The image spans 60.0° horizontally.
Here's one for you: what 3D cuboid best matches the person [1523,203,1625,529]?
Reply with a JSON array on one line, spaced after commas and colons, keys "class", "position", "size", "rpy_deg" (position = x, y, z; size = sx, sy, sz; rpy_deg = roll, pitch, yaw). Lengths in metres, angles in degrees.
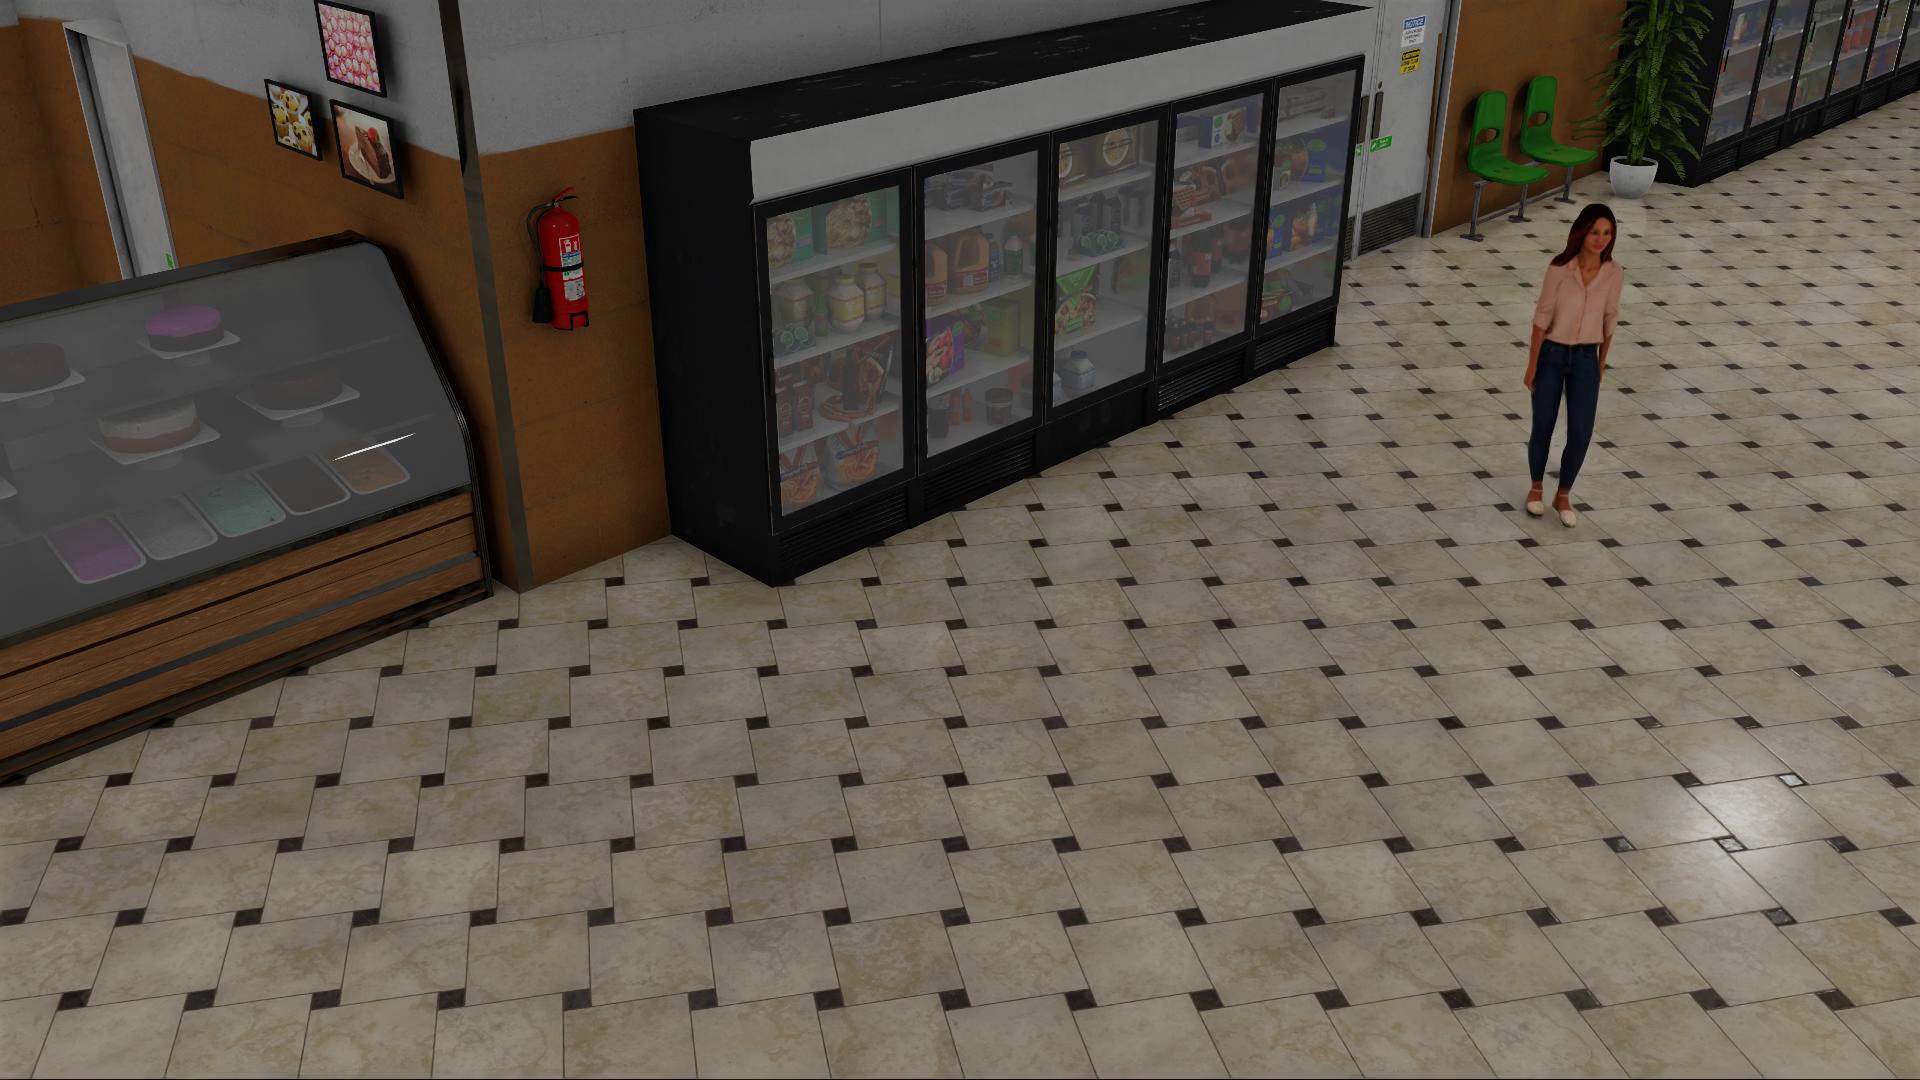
[{"class": "person", "position": [3.245, -0.974, 8.986], "size": [0.749, 1.777, 0.816], "rpy_deg": [5, 27, 9]}]
